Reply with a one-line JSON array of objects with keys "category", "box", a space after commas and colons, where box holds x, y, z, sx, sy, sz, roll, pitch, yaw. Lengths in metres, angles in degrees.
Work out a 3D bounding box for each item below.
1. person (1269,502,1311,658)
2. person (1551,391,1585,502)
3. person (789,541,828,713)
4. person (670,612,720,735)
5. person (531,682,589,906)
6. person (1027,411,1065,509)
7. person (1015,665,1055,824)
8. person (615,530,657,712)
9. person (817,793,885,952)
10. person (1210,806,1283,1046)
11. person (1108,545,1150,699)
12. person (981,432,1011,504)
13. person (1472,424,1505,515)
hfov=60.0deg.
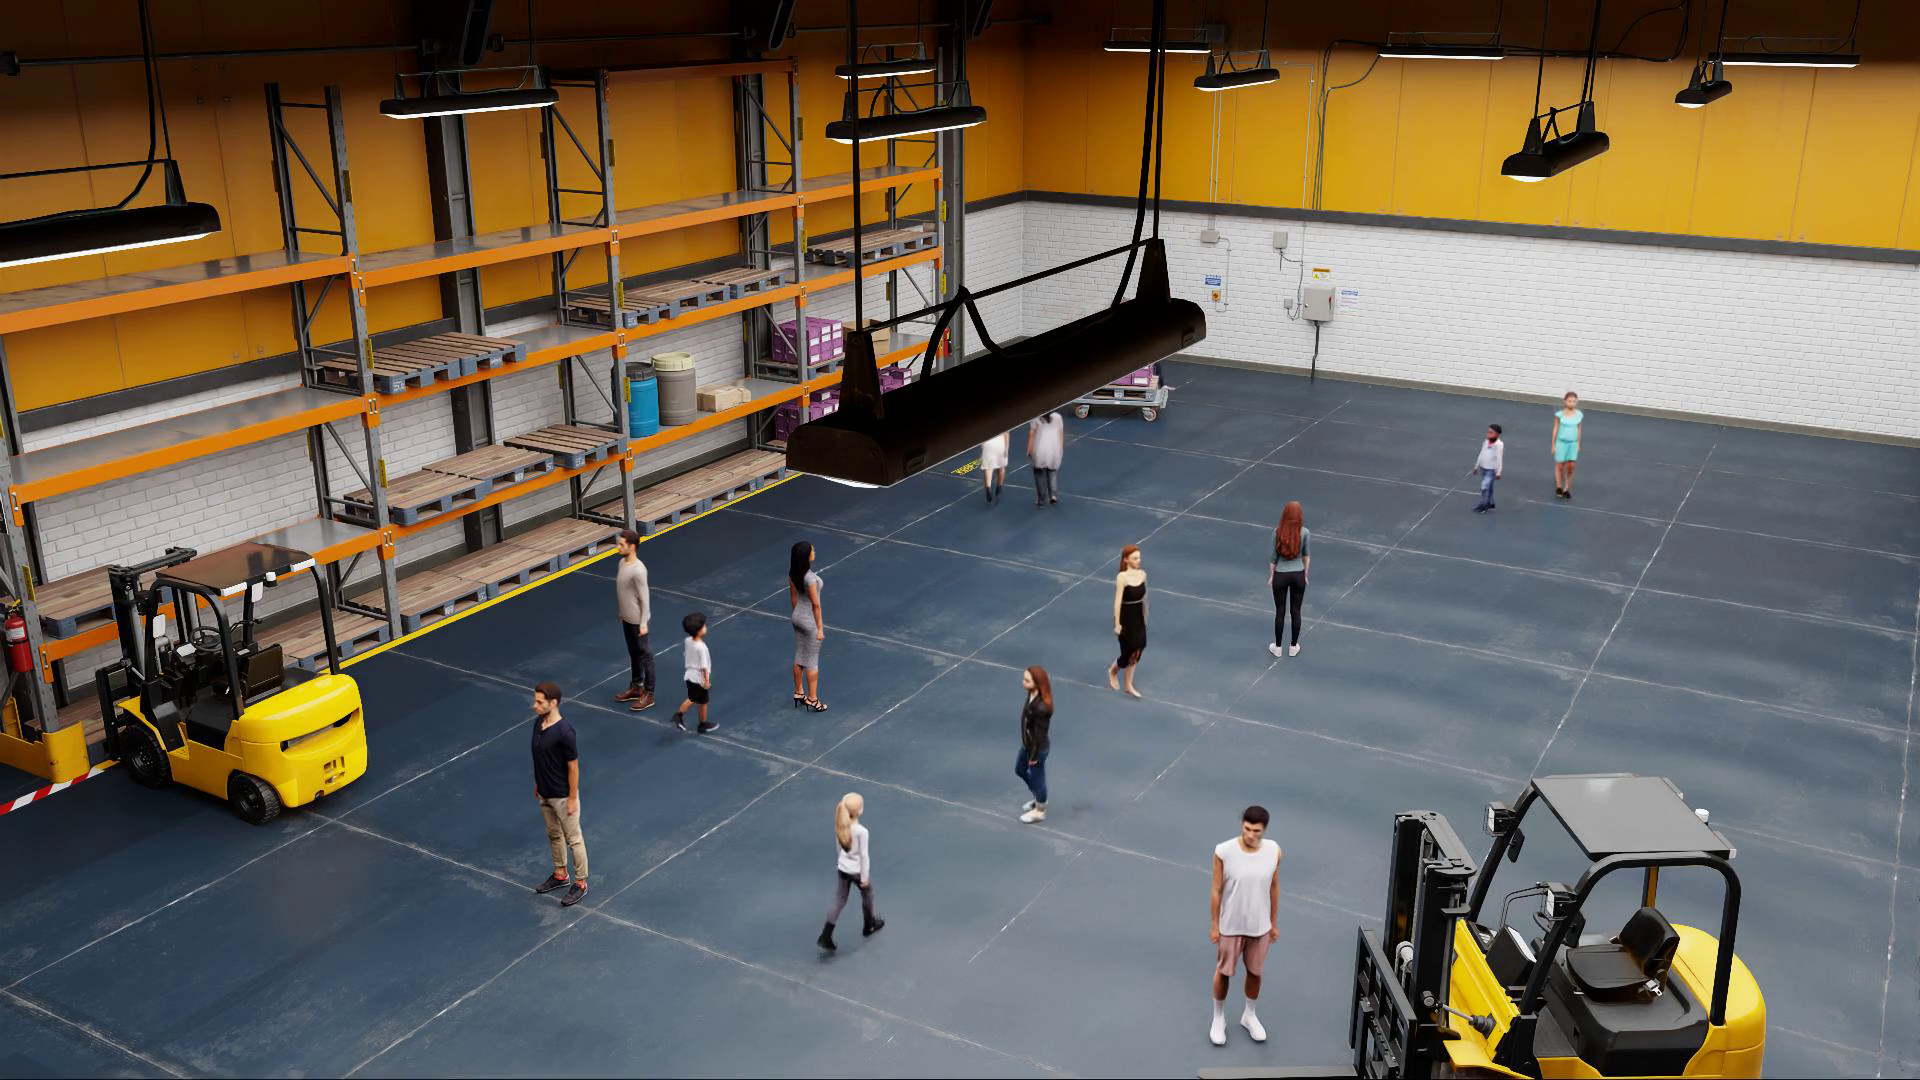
[{"category": "person", "box": [3.557, 0.421, 17.978, 0.659, 1.743, 0.673, 1, 19, 4]}, {"category": "person", "box": [8.582, -1.364, 23.586, 0.688, 1.546, 0.814, 4, 19, 11]}, {"category": "person", "box": [-1.537, 0.858, 16.621, 0.628, 1.781, 0.650, -15, 24, -37]}, {"category": "person", "box": [-2.595, 1.314, 16.099, 0.773, 1.249, 0.633, -14, 23, -35]}, {"category": "person", "box": [-3.181, 1.981, 13.167, 0.682, 1.857, 0.581, 15, 24, 37]}, {"category": "person", "box": [1.211, -1.215, 23.072, 0.787, 1.592, 0.847, -5, 19, -14]}, {"category": "person", "box": [0.723, 1.756, 14.428, 0.727, 1.477, 0.662, -4, 19, -12]}, {"category": "person", "box": [-3.254, 0.783, 16.708, 0.708, 1.868, 0.728, -14, 23, -36]}, {"category": "person", "box": [-0.860, 2.509, 12.524, 0.565, 1.266, 0.912, 13, 23, 34]}, {"category": "person", "box": [1.954, 2.606, 11.425, 0.738, 1.784, 0.761, -1, 19, -3]}, {"category": "person", "box": [1.684, 0.808, 17.023, 0.727, 1.619, 0.765, -14, 23, -36]}, {"category": "person", "box": [0.488, -1.261, 23.322, 0.798, 1.520, 1.081, 2, 19, 6]}, {"category": "person", "box": [7.368, -0.996, 22.968, 0.752, 1.243, 0.680, -6, 19, -17]}]
